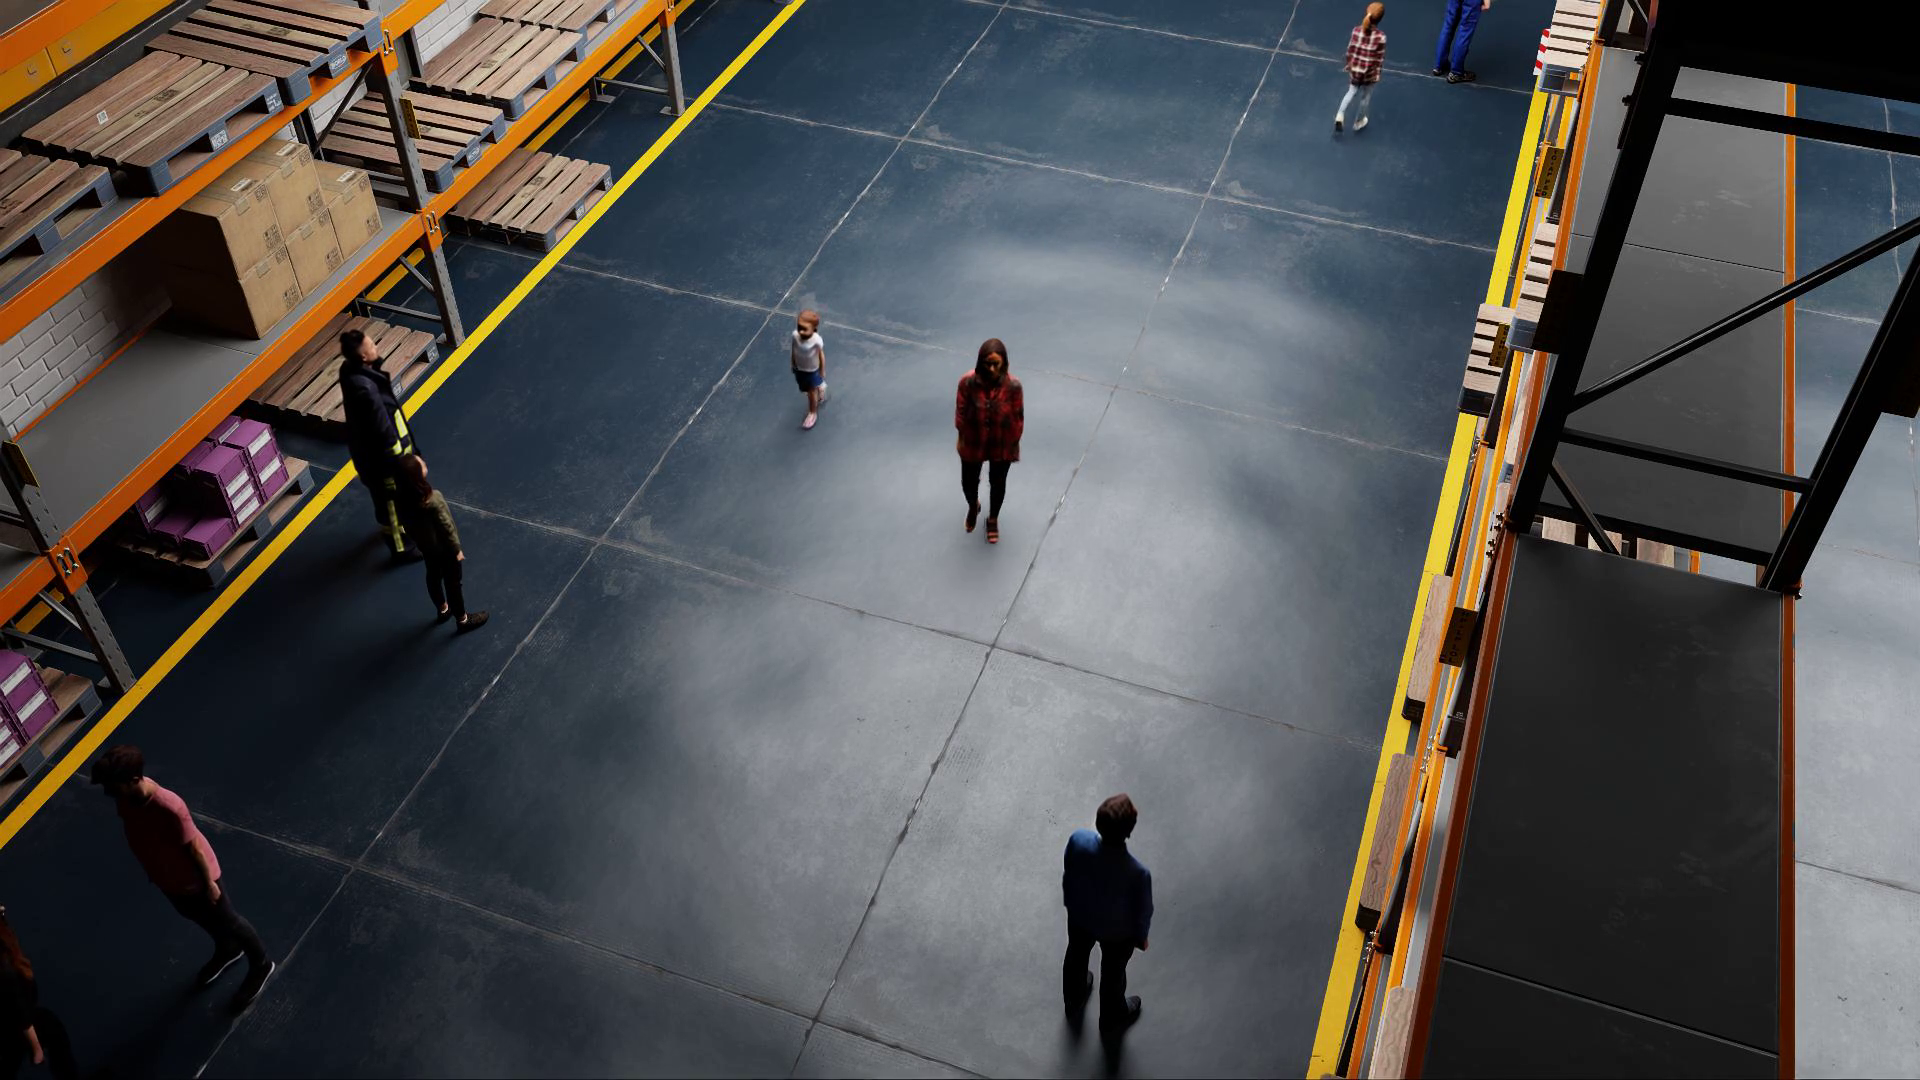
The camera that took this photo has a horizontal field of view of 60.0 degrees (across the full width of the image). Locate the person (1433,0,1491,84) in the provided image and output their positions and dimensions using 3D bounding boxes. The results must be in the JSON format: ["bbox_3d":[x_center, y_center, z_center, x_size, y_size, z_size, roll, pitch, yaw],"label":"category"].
[{"bbox_3d":[5.008,-5.443,16.358,0.839,1.884,0.802,-23,48,-22],"label":"person"}]

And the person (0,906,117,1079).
[{"bbox_3d":[-4.772,2.433,8.245,0.722,1.670,0.929,22,48,21],"label":"person"}]

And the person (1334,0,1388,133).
[{"bbox_3d":[3.796,-4.434,15.726,0.652,1.294,0.799,28,50,26],"label":"person"}]

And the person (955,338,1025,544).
[{"bbox_3d":[0.207,-0.722,11.537,0.689,1.698,0.657,3,44,3],"label":"person"}]

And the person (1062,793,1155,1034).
[{"bbox_3d":[0.747,1.942,8.654,0.718,1.817,0.655,26,50,25],"label":"person"}]

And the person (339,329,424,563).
[{"bbox_3d":[-3.979,-0.670,11.368,0.939,1.856,0.882,-18,47,-18],"label":"person"}]

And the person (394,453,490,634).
[{"bbox_3d":[-3.450,0.010,10.929,0.630,1.476,0.598,27,50,25],"label":"person"}]

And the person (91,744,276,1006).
[{"bbox_3d":[-4.078,1.728,8.777,0.635,1.958,0.561,17,46,17],"label":"person"}]

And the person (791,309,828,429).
[{"bbox_3d":[-1.133,-1.354,12.697,0.463,1.013,0.622,19,47,19],"label":"person"}]
